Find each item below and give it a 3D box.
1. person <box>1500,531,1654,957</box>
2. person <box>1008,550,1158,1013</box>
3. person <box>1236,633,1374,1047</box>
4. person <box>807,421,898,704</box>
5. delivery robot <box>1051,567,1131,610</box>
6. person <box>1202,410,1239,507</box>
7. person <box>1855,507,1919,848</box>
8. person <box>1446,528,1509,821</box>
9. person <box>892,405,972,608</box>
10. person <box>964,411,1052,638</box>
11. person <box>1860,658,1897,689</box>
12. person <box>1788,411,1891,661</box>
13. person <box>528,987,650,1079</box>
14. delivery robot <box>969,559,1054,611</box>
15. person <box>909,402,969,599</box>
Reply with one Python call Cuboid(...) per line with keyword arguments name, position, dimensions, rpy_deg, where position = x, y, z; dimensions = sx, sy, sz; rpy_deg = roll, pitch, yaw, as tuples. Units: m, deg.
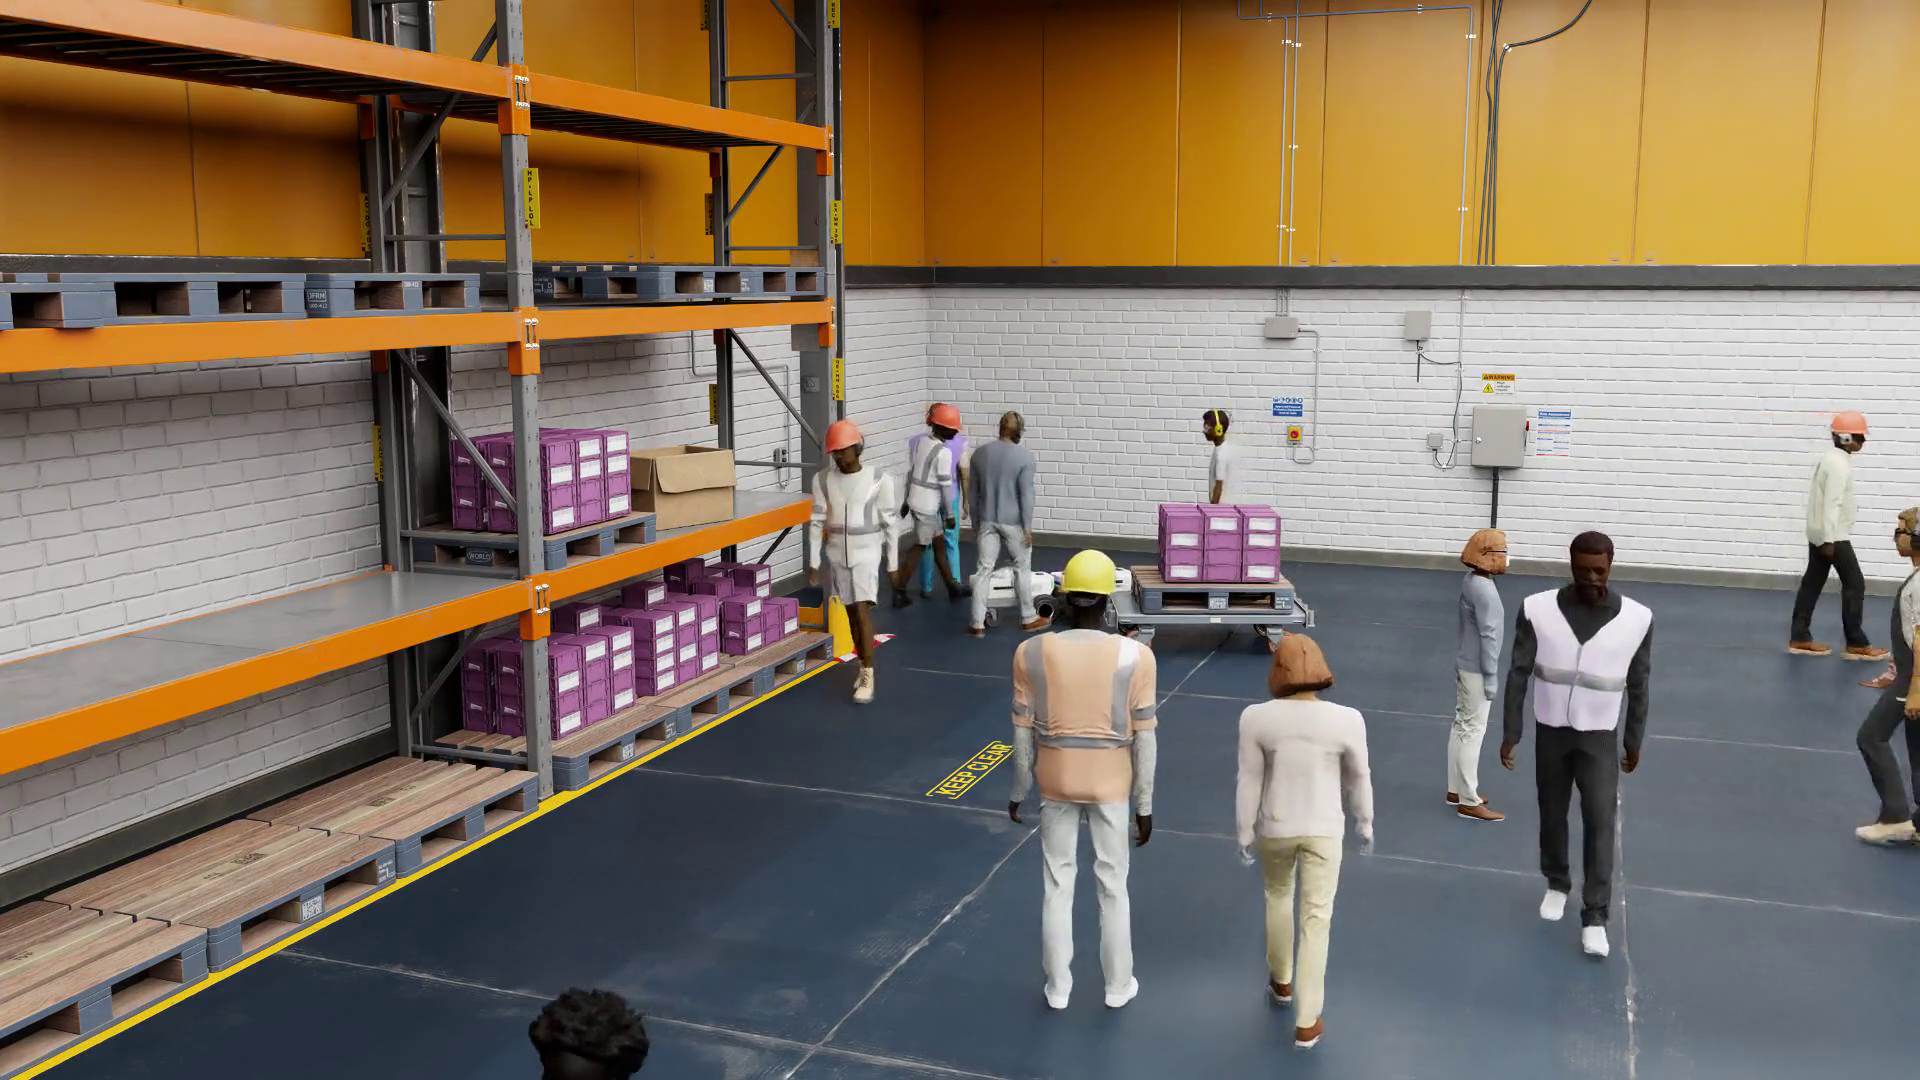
Cuboid(name="person", position=(2.788, 0.904, 7.565), dimensions=(0.615, 1.881, 0.895), rpy_deg=(4, 10, 24))
Cuboid(name="person", position=(0.500, 0.993, 6.867), dimensions=(0.624, 1.921, 0.442), rpy_deg=(1, 9, 9))
Cuboid(name="person", position=(1.399, 1.167, 6.729), dimensions=(0.532, 1.605, 0.722), rpy_deg=(3, 10, 18))
Cuboid(name="person", position=(-0.787, 0.153, 11.881), dimensions=(0.622, 1.993, 0.869), rpy_deg=(3, 9, 17))
Cuboid(name="delivery robot", position=(1.169, 0.382, 14.673), dimensions=(0.707, 0.478, 0.477), rpy_deg=(-4, 10, -23))
Cuboid(name="person", position=(2.271, -0.236, 14.806), dimensions=(0.514, 1.848, 0.557), rpy_deg=(2, 9, 12))
Cuboid(name="person", position=(4.991, 0.729, 8.785), dimensions=(0.539, 1.827, 0.551), rpy_deg=(8, 12, 40))
Cuboid(name="person", position=(2.919, 0.739, 9.346), dimensions=(0.286, 1.634, 0.500), rpy_deg=(1, 9, 5))
Cuboid(name="person", position=(-0.255, -0.305, 15.192), dimensions=(0.840, 1.865, 0.591), rpy_deg=(-3, 10, -18))
Cuboid(name="person", position=(0.359, -0.130, 14.019), dimensions=(0.656, 1.905, 0.713), rpy_deg=(5, 10, 28))
Cuboid(name="person", position=(7.174, 0.201, 12.032), dimensions=(0.976, 1.875, 0.646), rpy_deg=(4, 10, 26))
Cuboid(name="person", position=(7.024, -0.028, 13.110), dimensions=(0.837, 1.964, 0.654), rpy_deg=(3, 10, 19))
Cuboid(name="person", position=(-0.698, 1.676, 3.267), dimensions=(0.552, 1.695, 0.317), rpy_deg=(2, 9, 11))
Cuboid(name="delivery robot", position=(0.446, 0.412, 14.487), dimensions=(0.707, 0.478, 0.477), rpy_deg=(-2, 9, -15))
Cuboid(name="person", position=(-0.197, -0.357, 15.578), dimensions=(0.564, 1.843, 0.390), rpy_deg=(1, 9, 3))
